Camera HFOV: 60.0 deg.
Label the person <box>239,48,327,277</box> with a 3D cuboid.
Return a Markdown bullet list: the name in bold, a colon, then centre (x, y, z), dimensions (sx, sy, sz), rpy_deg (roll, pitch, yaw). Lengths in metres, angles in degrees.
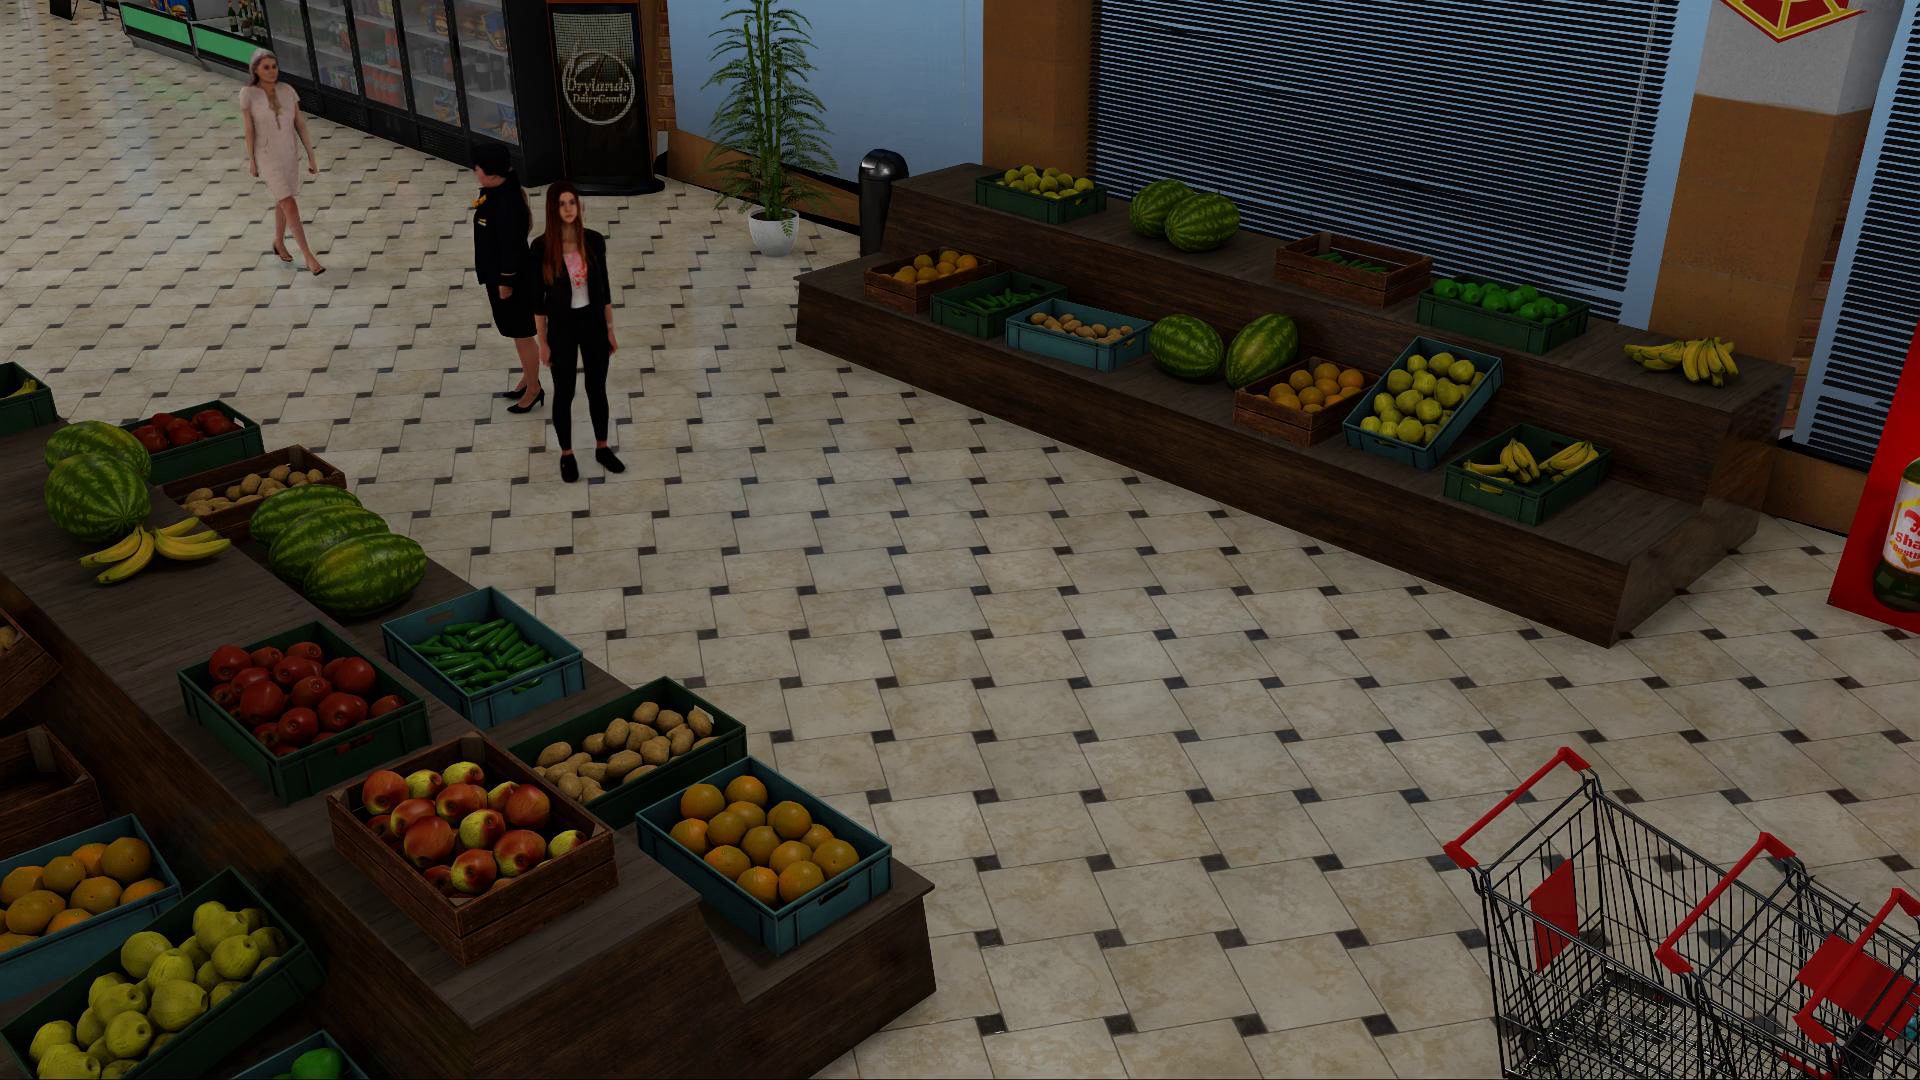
- **person**: centre (-5.260, -2.877, 12.762), dimensions (1.149, 1.678, 0.605), rpy_deg (23, 35, 38)

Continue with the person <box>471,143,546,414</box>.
- **person**: centre (-2.765, -1.615, 10.283), dimensions (0.857, 1.668, 0.739), rpy_deg (-8, 28, -15)

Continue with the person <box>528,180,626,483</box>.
- **person**: centre (-2.168, -1.184, 9.385), dimensions (0.651, 1.712, 0.618), rpy_deg (-14, 30, -25)
